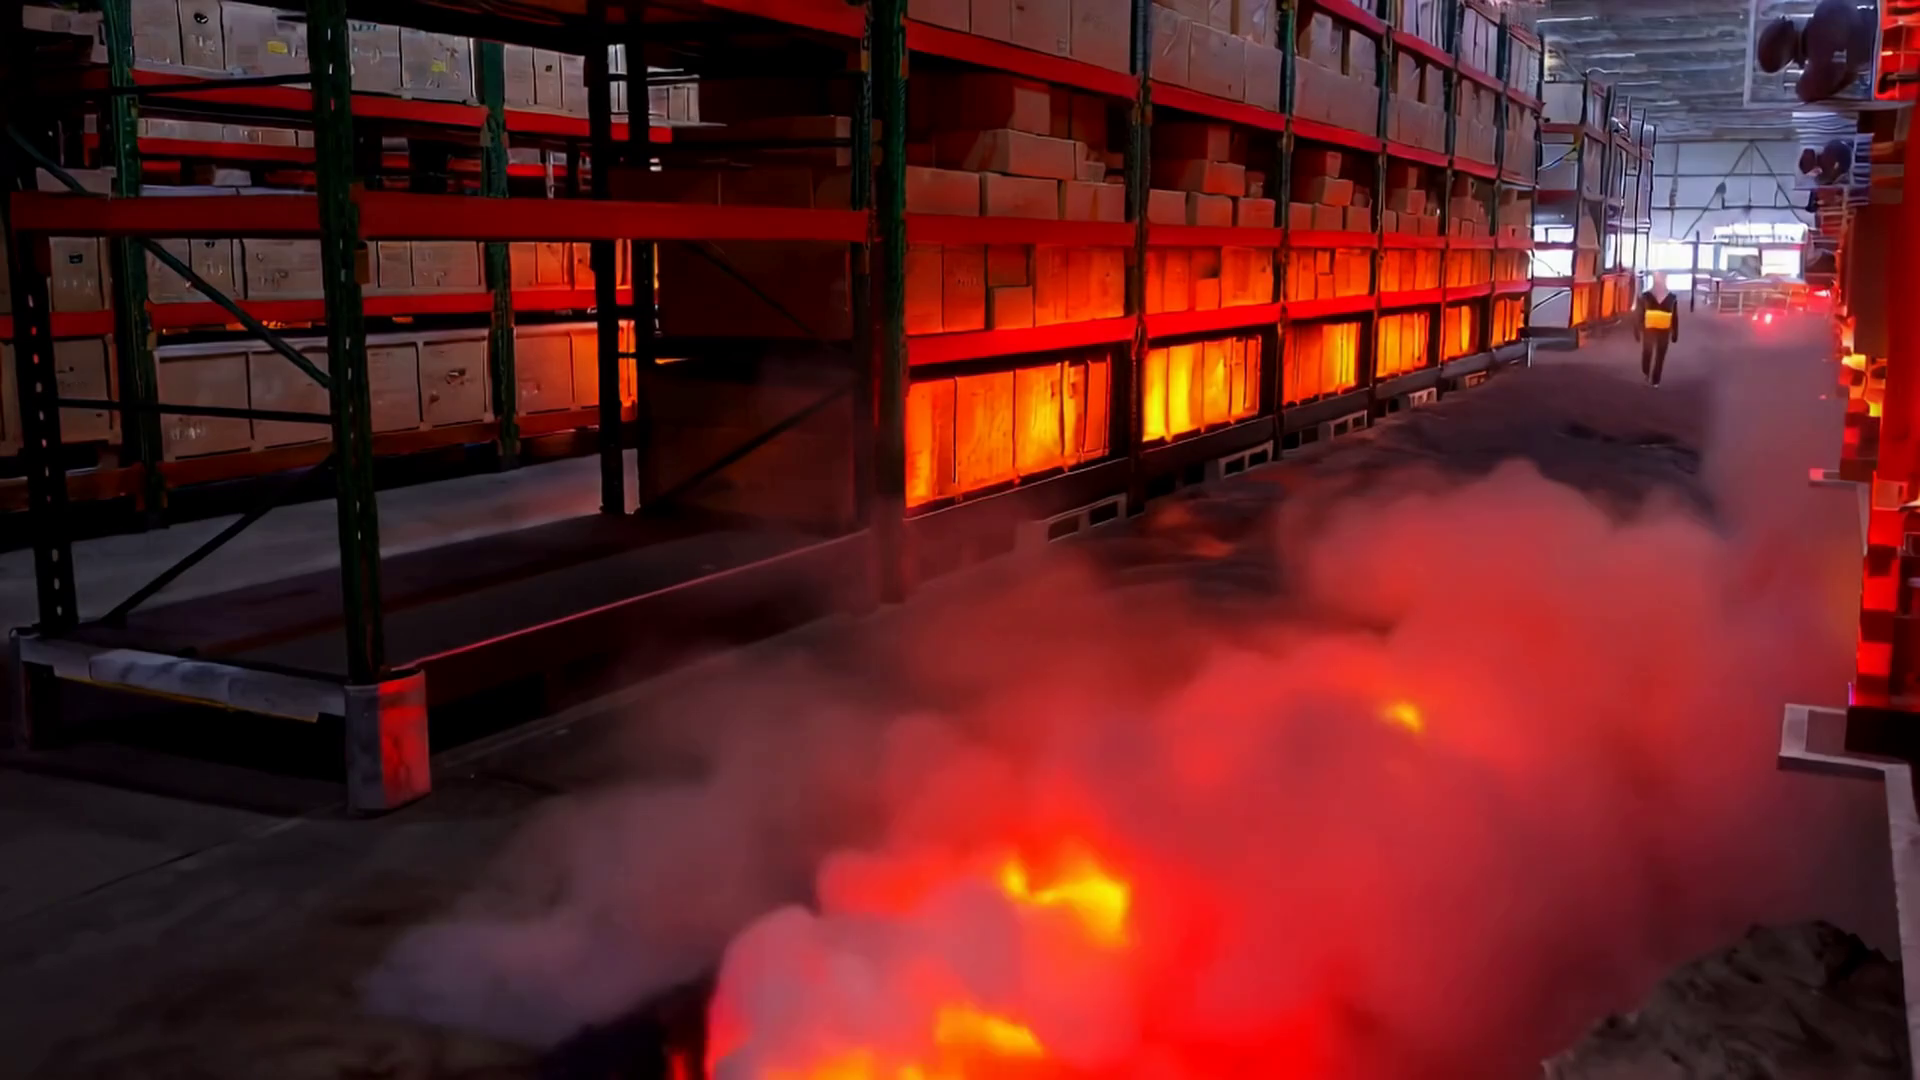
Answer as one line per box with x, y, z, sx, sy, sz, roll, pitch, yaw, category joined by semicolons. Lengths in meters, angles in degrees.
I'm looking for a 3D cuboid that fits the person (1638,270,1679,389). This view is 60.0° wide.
11.166;-3.356;26.609;0.594;1.904;0.448;3;10;16;person
